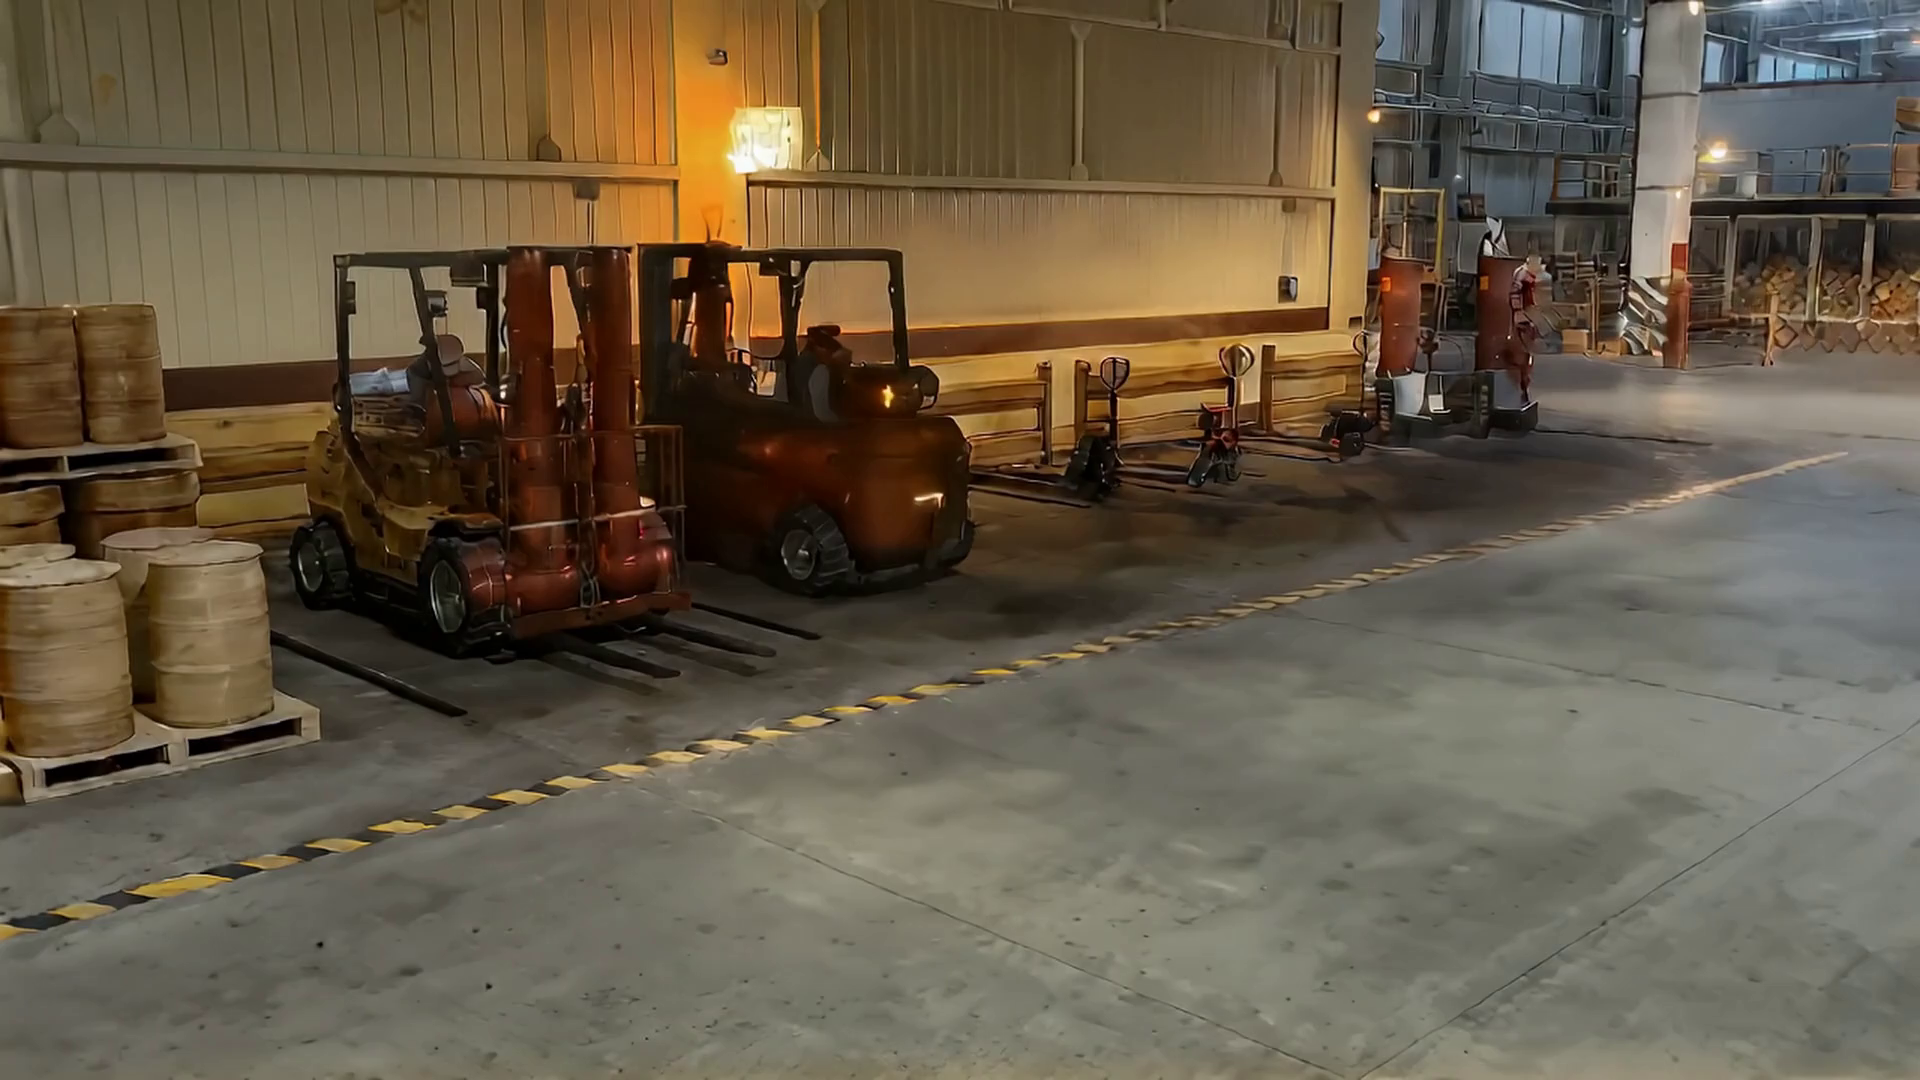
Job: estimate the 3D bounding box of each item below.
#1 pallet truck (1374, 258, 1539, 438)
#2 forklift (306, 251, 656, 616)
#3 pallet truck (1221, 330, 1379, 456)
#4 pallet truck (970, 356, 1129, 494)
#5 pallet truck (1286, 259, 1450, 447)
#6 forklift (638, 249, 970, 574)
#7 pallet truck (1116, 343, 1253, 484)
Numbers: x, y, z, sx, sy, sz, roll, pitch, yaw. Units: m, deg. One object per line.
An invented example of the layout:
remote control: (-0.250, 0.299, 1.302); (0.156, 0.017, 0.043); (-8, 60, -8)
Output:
pallet truck: (5.704, -2.208, 18.901); (1.885, 1.965, 0.823); (10, 14, 43)
forklift: (-2.833, -0.669, 9.694); (1.157, 1.987, 2.680); (-10, 14, -44)
pallet truck: (3.563, -1.581, 17.381); (0.653, 1.274, 1.630); (-10, 14, -44)
pallet truck: (0.784, -1.085, 14.876); (0.680, 1.201, 1.601); (-10, 14, -44)
pallet truck: (4.493, -2.078, 18.196); (0.823, 1.965, 1.885); (-9, 14, -40)
forklift: (-1.173, -0.958, 11.239); (2.680, 1.987, 1.157); (10, 14, 43)
pallet truck: (1.962, -1.215, 15.415); (1.522, 1.261, 0.704); (10, 14, 43)
